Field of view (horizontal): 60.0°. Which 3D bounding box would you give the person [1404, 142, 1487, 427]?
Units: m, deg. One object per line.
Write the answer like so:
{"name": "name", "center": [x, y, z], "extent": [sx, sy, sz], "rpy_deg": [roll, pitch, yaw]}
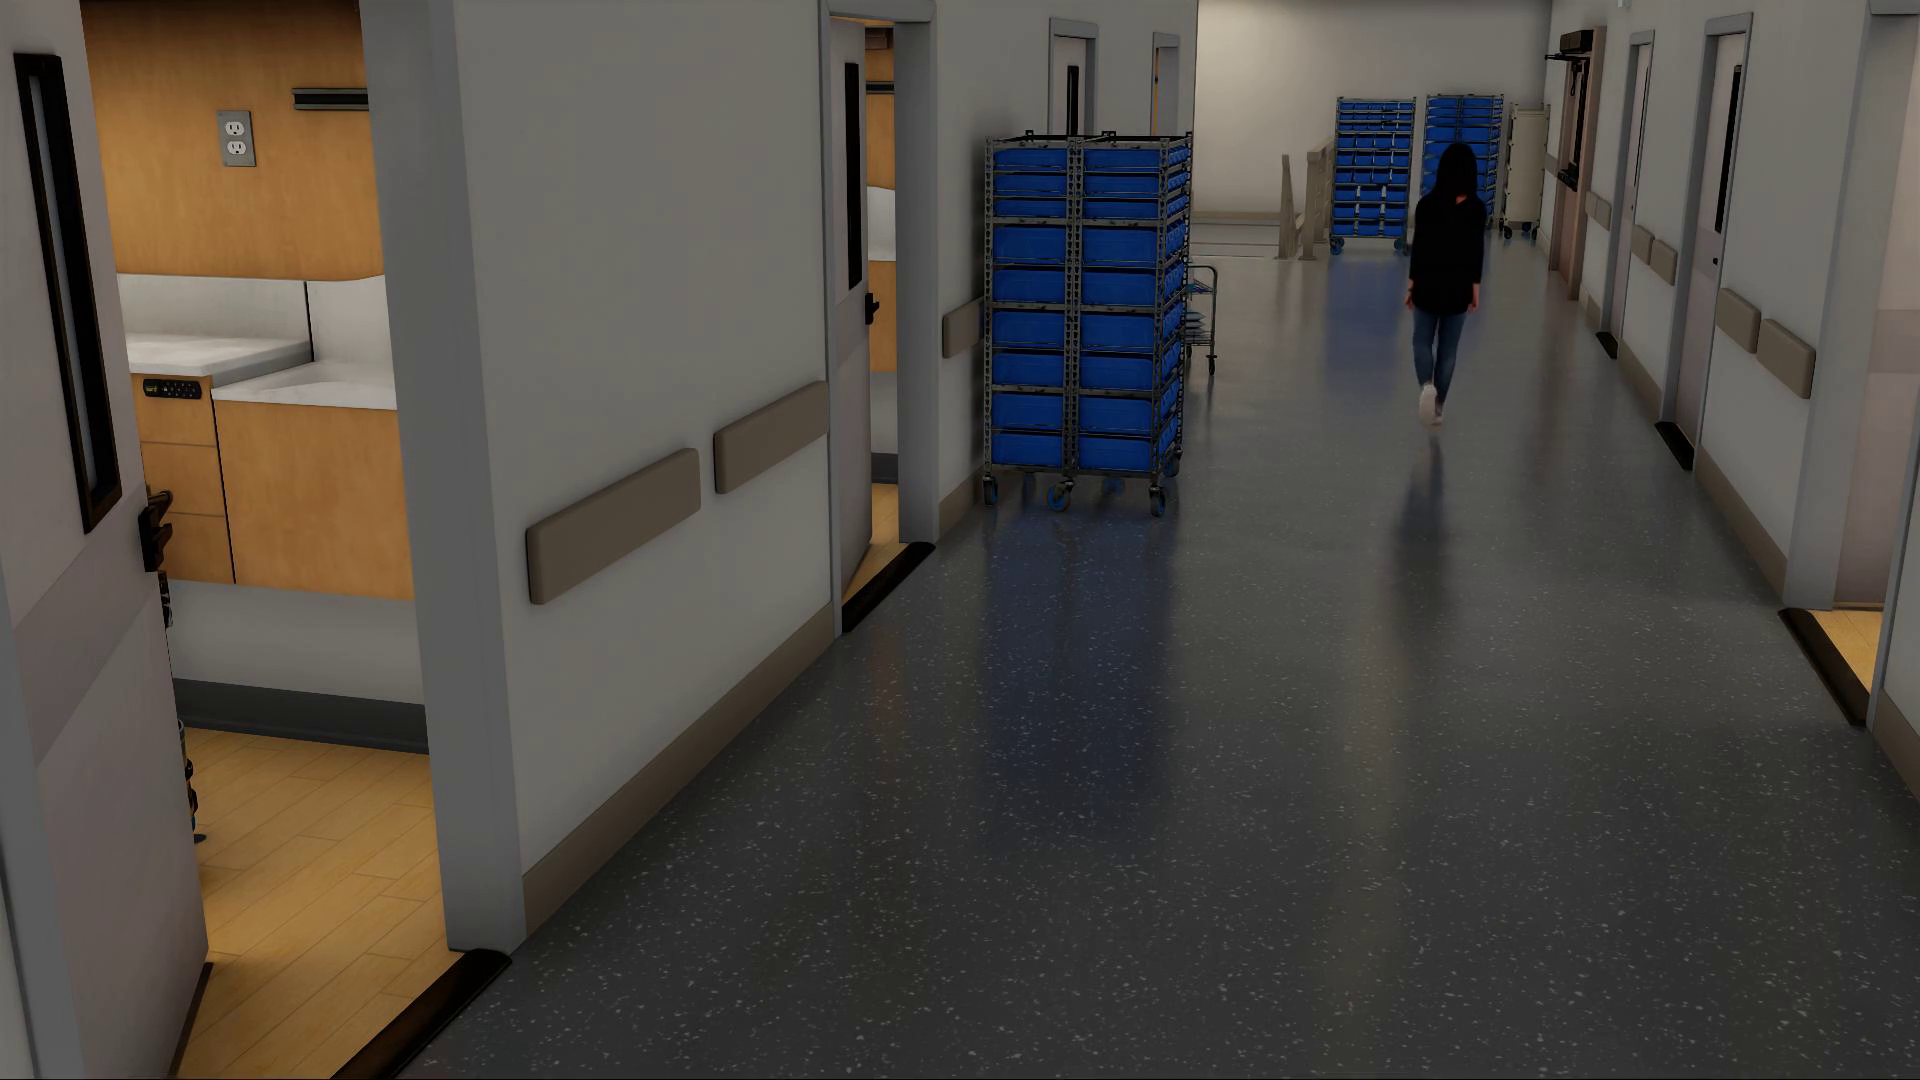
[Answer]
{"name": "person", "center": [2.766, -1.436, 9.549], "extent": [0.565, 1.634, 0.898], "rpy_deg": [4, 16, 15]}
